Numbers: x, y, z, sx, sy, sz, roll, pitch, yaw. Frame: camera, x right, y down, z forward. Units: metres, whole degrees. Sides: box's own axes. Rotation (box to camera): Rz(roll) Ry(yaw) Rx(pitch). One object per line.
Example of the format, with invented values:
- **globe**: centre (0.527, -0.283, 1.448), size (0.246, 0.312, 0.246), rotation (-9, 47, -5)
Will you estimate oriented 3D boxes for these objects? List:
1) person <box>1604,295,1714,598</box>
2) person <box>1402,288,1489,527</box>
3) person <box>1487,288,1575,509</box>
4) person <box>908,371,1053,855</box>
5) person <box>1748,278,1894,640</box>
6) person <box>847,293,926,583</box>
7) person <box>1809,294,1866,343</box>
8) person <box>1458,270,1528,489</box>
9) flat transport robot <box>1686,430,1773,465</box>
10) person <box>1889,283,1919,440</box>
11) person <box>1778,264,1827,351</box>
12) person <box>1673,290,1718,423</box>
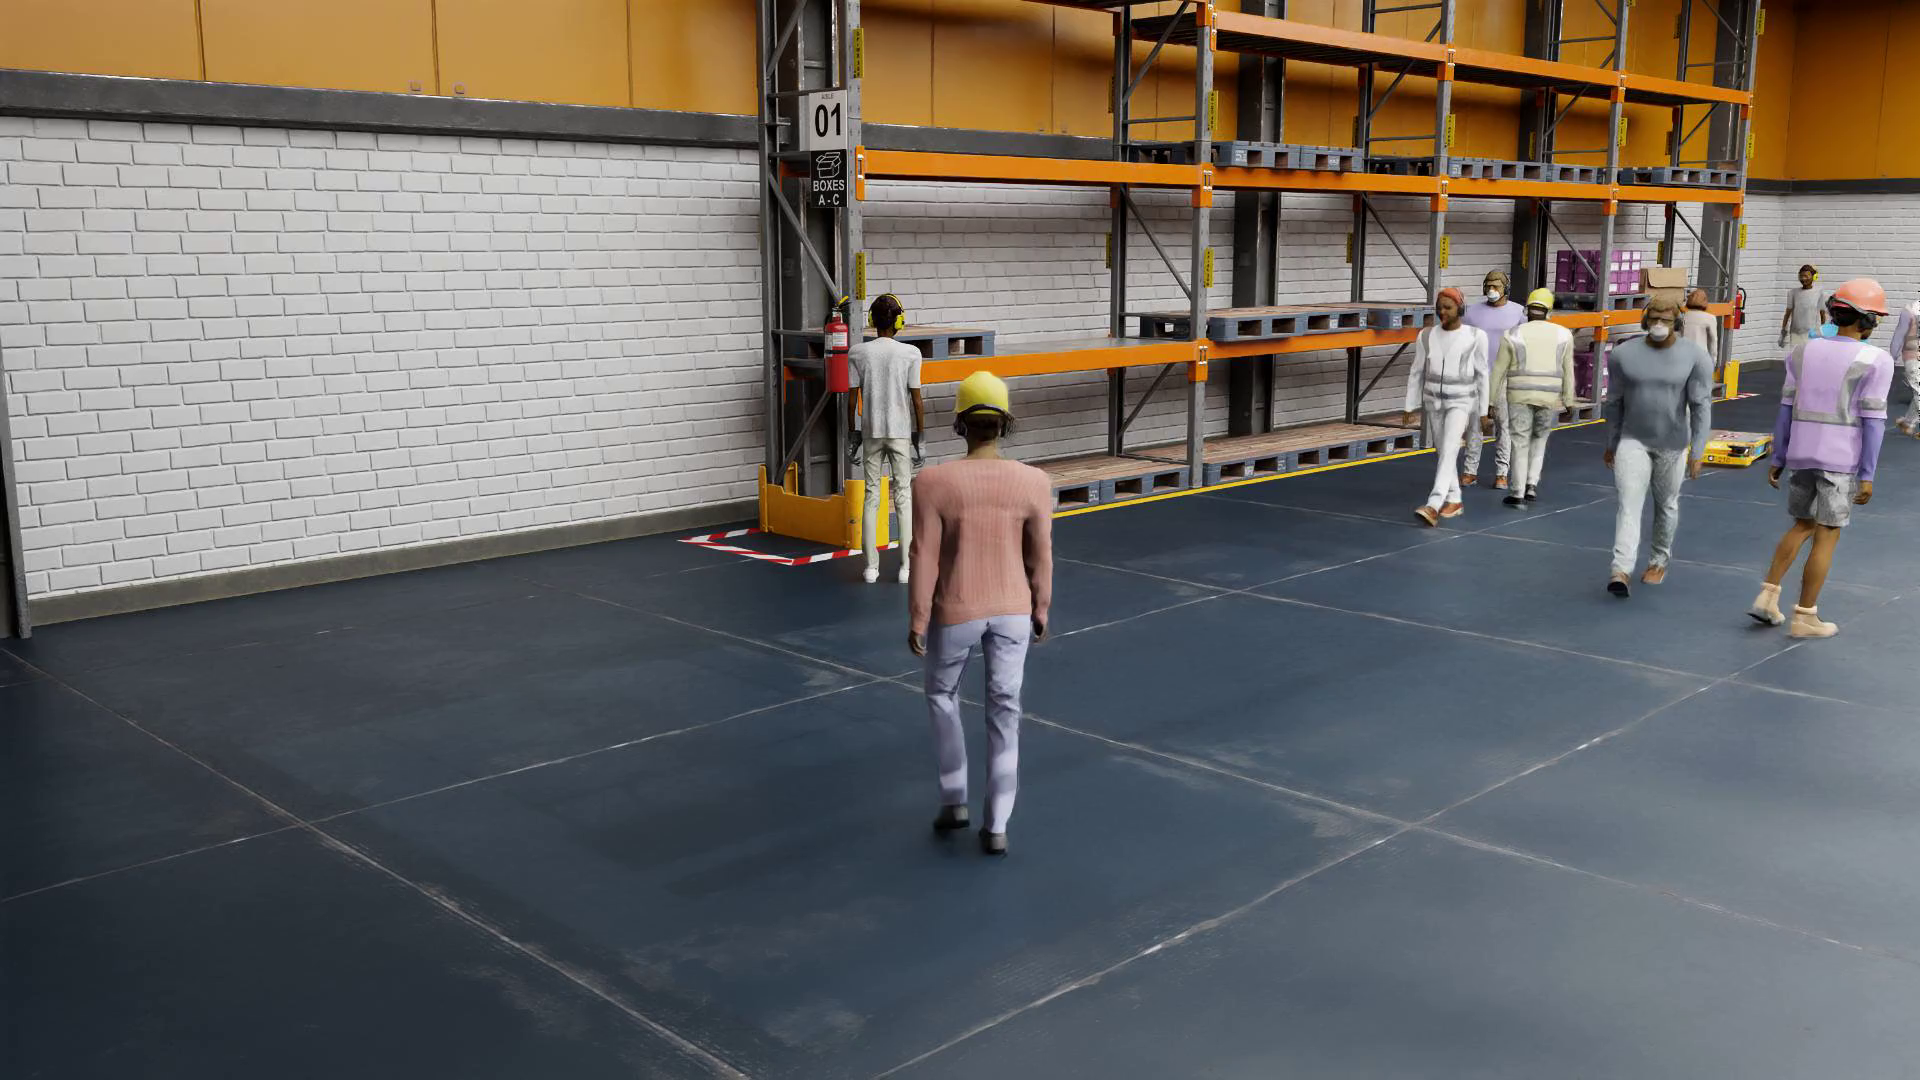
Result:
- **person**: centre (4.328, -0.585, 10.386), size (0.641, 1.870, 1.069), rotation (6, 12, 31)
- **person**: centre (3.766, -1.038, 12.976), size (0.612, 1.829, 0.980), rotation (9, 14, 41)
- **person**: centre (4.695, -1.166, 13.733), size (0.716, 1.802, 0.515), rotation (1, 10, 3)
- **person**: centre (0.070, 0.262, 6.087), size (0.556, 1.749, 0.501), rotation (-2, 11, -12)
- **person**: centre (4.834, -0.443, 9.271), size (0.542, 2.014, 0.645), rotation (-5, 12, -26)
- **person**: centre (-0.478, -0.650, 10.757), size (0.523, 1.870, 0.317), rotation (2, 11, 9)
- **person**: centre (8.715, -1.618, 16.572), size (0.535, 1.670, 0.780), rotation (5, 12, 26)
- **person**: centre (4.722, -1.420, 14.765), size (0.637, 1.938, 0.357), rotation (5, 12, 28)
- **flat transport robot**: centre (7.708, -0.941, 16.707), size (0.652, 0.197, 1.431), rotation (7, 13, 35)
- **person**: centre (10.633, -2.016, 18.416), size (0.652, 1.789, 0.947), rotation (0, 10, 2)
- **person**: centre (11.268, -2.754, 22.284), size (0.420, 1.854, 0.525), rotation (-9, 14, -40)
- **person**: centre (8.873, -2.215, 20.072), size (0.510, 1.578, 0.878), rotation (9, 14, 42)
